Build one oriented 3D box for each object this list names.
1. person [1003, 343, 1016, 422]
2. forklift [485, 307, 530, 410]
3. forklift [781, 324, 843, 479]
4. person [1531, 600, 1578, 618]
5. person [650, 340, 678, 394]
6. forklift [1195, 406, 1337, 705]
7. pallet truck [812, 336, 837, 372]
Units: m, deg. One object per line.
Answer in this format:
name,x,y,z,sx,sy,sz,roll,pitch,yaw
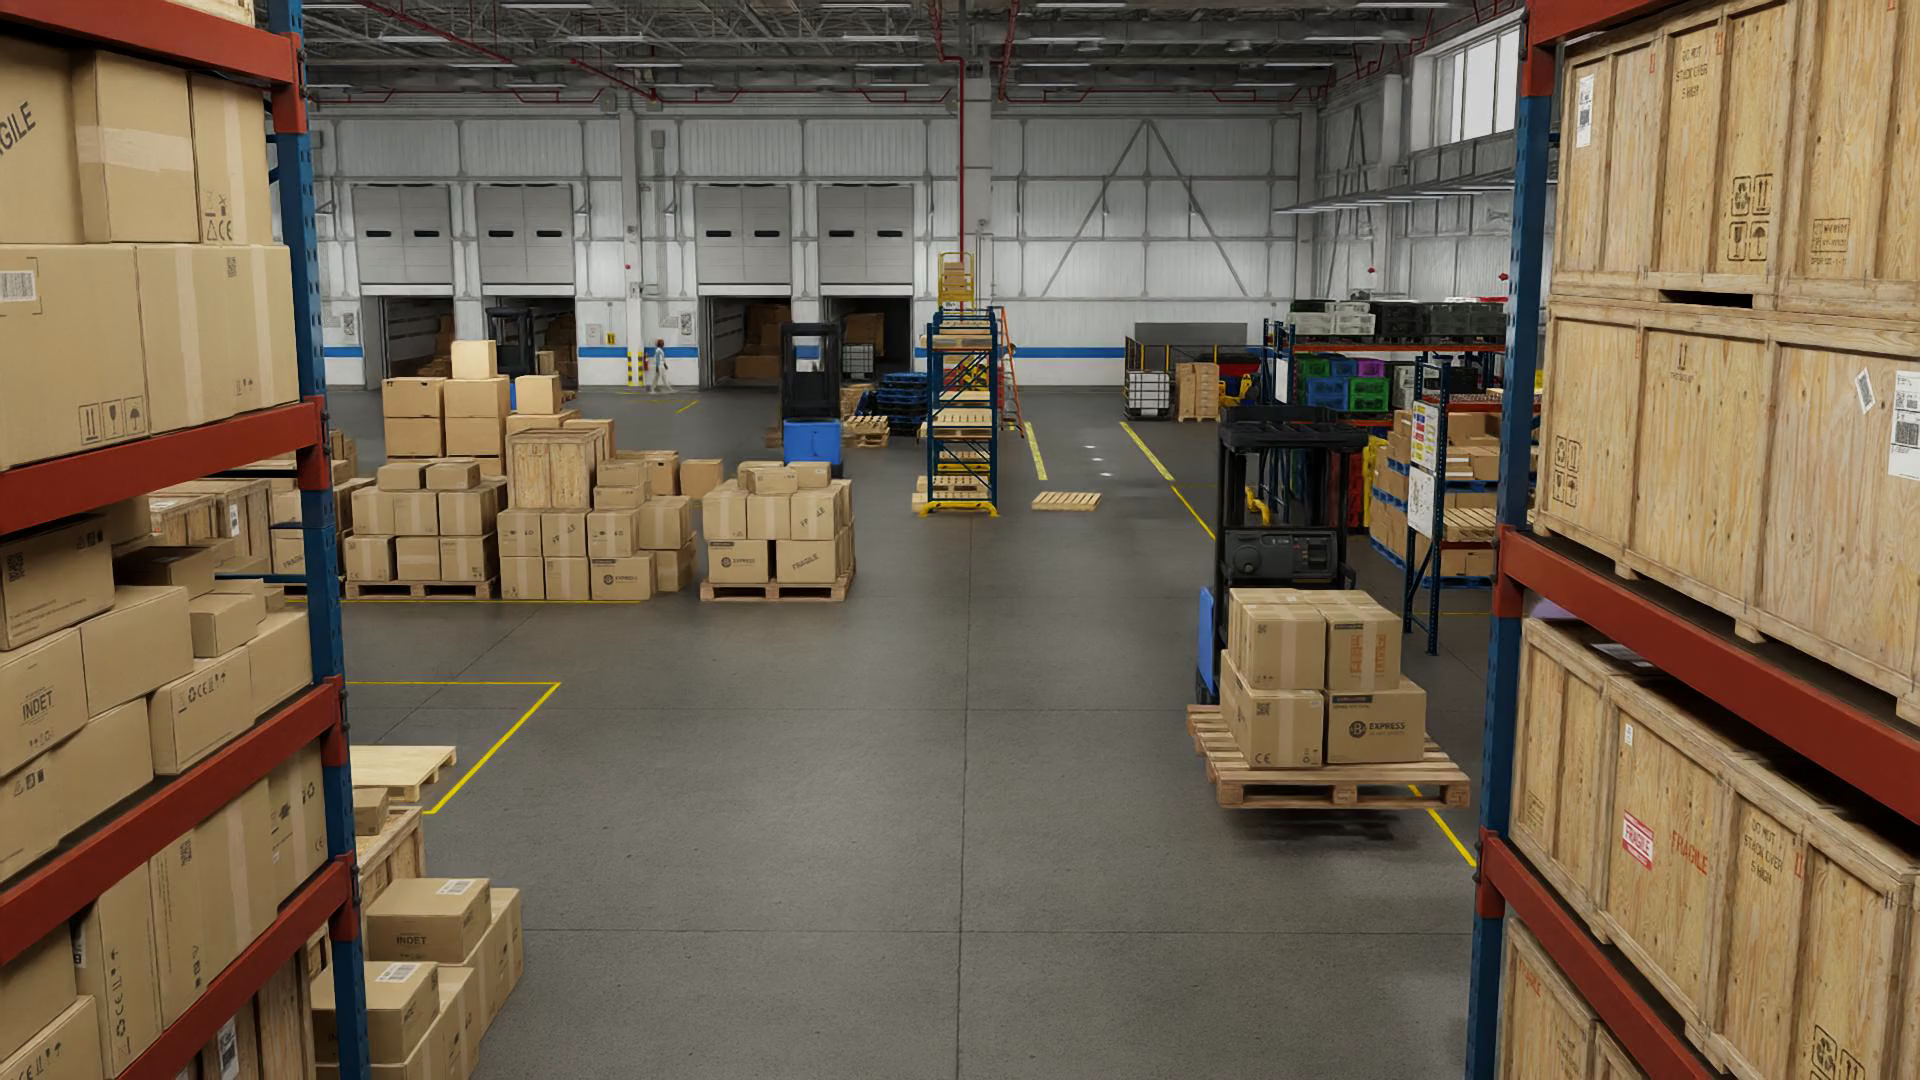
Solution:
person,1.193,-3.848,40.629,0.370,1.936,0.627,0,10,1
forklift,-10.754,-4.150,39.646,1.129,2.768,1.873,0,10,1
forklift,-2.741,-2.587,30.628,1.129,2.768,1.873,-1,10,-6
person,4.475,1.110,12.138,0.621,1.888,0.968,2,10,12
person,-8.648,-5.019,48.345,0.849,1.592,0.527,-1,10,-6
forklift,2.694,0.240,14.316,1.129,2.768,1.873,0,10,1
pallet truck,-3.021,-4.312,43.126,1.885,1.965,0.823,3,10,17
